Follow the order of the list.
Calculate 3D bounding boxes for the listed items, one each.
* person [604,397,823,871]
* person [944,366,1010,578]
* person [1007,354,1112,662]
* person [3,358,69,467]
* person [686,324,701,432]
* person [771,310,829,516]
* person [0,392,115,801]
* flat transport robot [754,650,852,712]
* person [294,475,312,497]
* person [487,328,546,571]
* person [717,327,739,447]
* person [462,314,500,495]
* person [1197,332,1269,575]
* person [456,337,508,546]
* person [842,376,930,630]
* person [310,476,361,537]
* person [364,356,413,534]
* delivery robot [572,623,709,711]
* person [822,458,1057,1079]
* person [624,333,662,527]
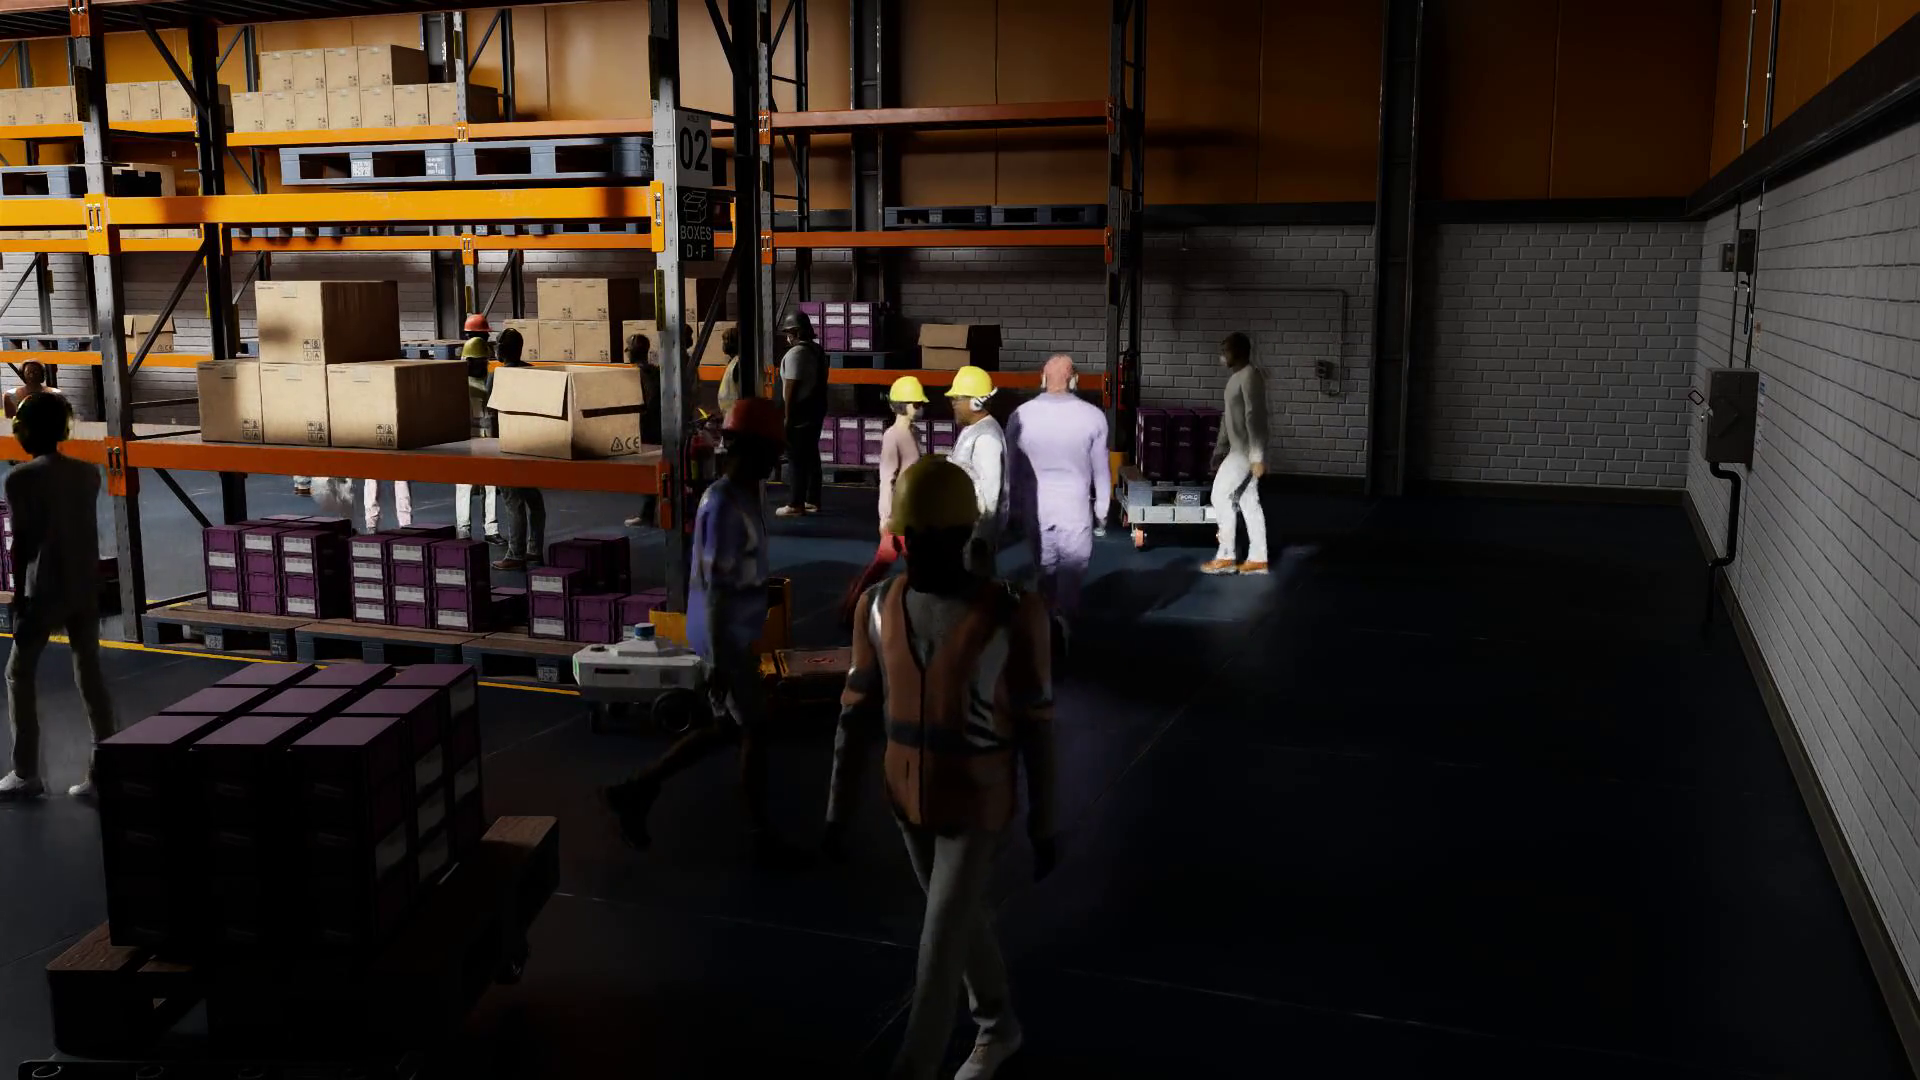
[{"bbox_3d":[-0.998,0.376,6.589,0.819,1.892,0.595,0,9,0],"label":"person"},{"bbox_3d":[0.084,-0.108,9.789,0.403,1.829,0.595,-1,9,-6],"label":"person"},{"bbox_3d":[0.602,-0.205,10.263,0.651,1.883,0.813,2,9,14],"label":"person"},{"bbox_3d":[-8.037,-0.765,14.514,0.515,1.641,0.314,-6,11,-32],"label":"person"},{"bbox_3d":[-3.031,-1.435,18.104,0.430,1.840,0.626,-4,10,-25],"label":"person"},{"bbox_3d":[-1.586,-1.263,16.389,0.535,2.000,0.688,3,10,20],"label":"person"},{"bbox_3d":[-4.099,0.263,7.452,0.766,1.833,0.529,5,10,26],"label":"person"},{"bbox_3d":[-0.554,0.755,9.254,1.431,0.197,0.652,-2,9,-10],"label":"flat transport robot"},{"bbox_3d":[-6.991,-1.425,17.728,0.375,1.939,0.628,-5,10,-26],"label":"person"},{"bbox_3d":[-3.559,-0.720,13.303,0.372,1.940,0.630,3,10,21],"label":"person"},{"bbox_3d":[-2.263,-1.251,16.987,0.441,1.828,0.626,-1,9,-8],"label":"person"},{"bbox_3d":[-5.156,-1.446,17.860,0.362,1.938,0.545,-3,10,-18],"label":"person"},{"bbox_3d":[2.127,-0.669,13.059,0.721,1.909,0.641,0,9,1],"label":"person"},{"bbox_3d":[-4.145,-0.830,14.327,0.404,1.827,0.601,8,12,41],"label":"person"},{"bbox_3d":[-0.369,-0.199,10.712,0.911,1.722,0.525,2,9,12],"label":"person"},{"bbox_3d":[-5.177,-0.775,13.846,0.502,1.869,0.591,5,11,31],"label":"person"},{"bbox_3d":[-5.102,-0.988,14.805,0.623,1.992,0.396,-4,10,-25],"label":"person"},{"bbox_3d":[-1.625,0.672,8.592,0.707,0.478,0.477,1,9,7],"label":"delivery robot"},{"bbox_3d":[-0.072,0.709,4.525,0.615,1.868,1.005,6,11,32],"label":"person"},{"bbox_3d":[-2.807,-0.991,15.349,0.677,1.829,0.531,3,10,19],"label":"person"}]
